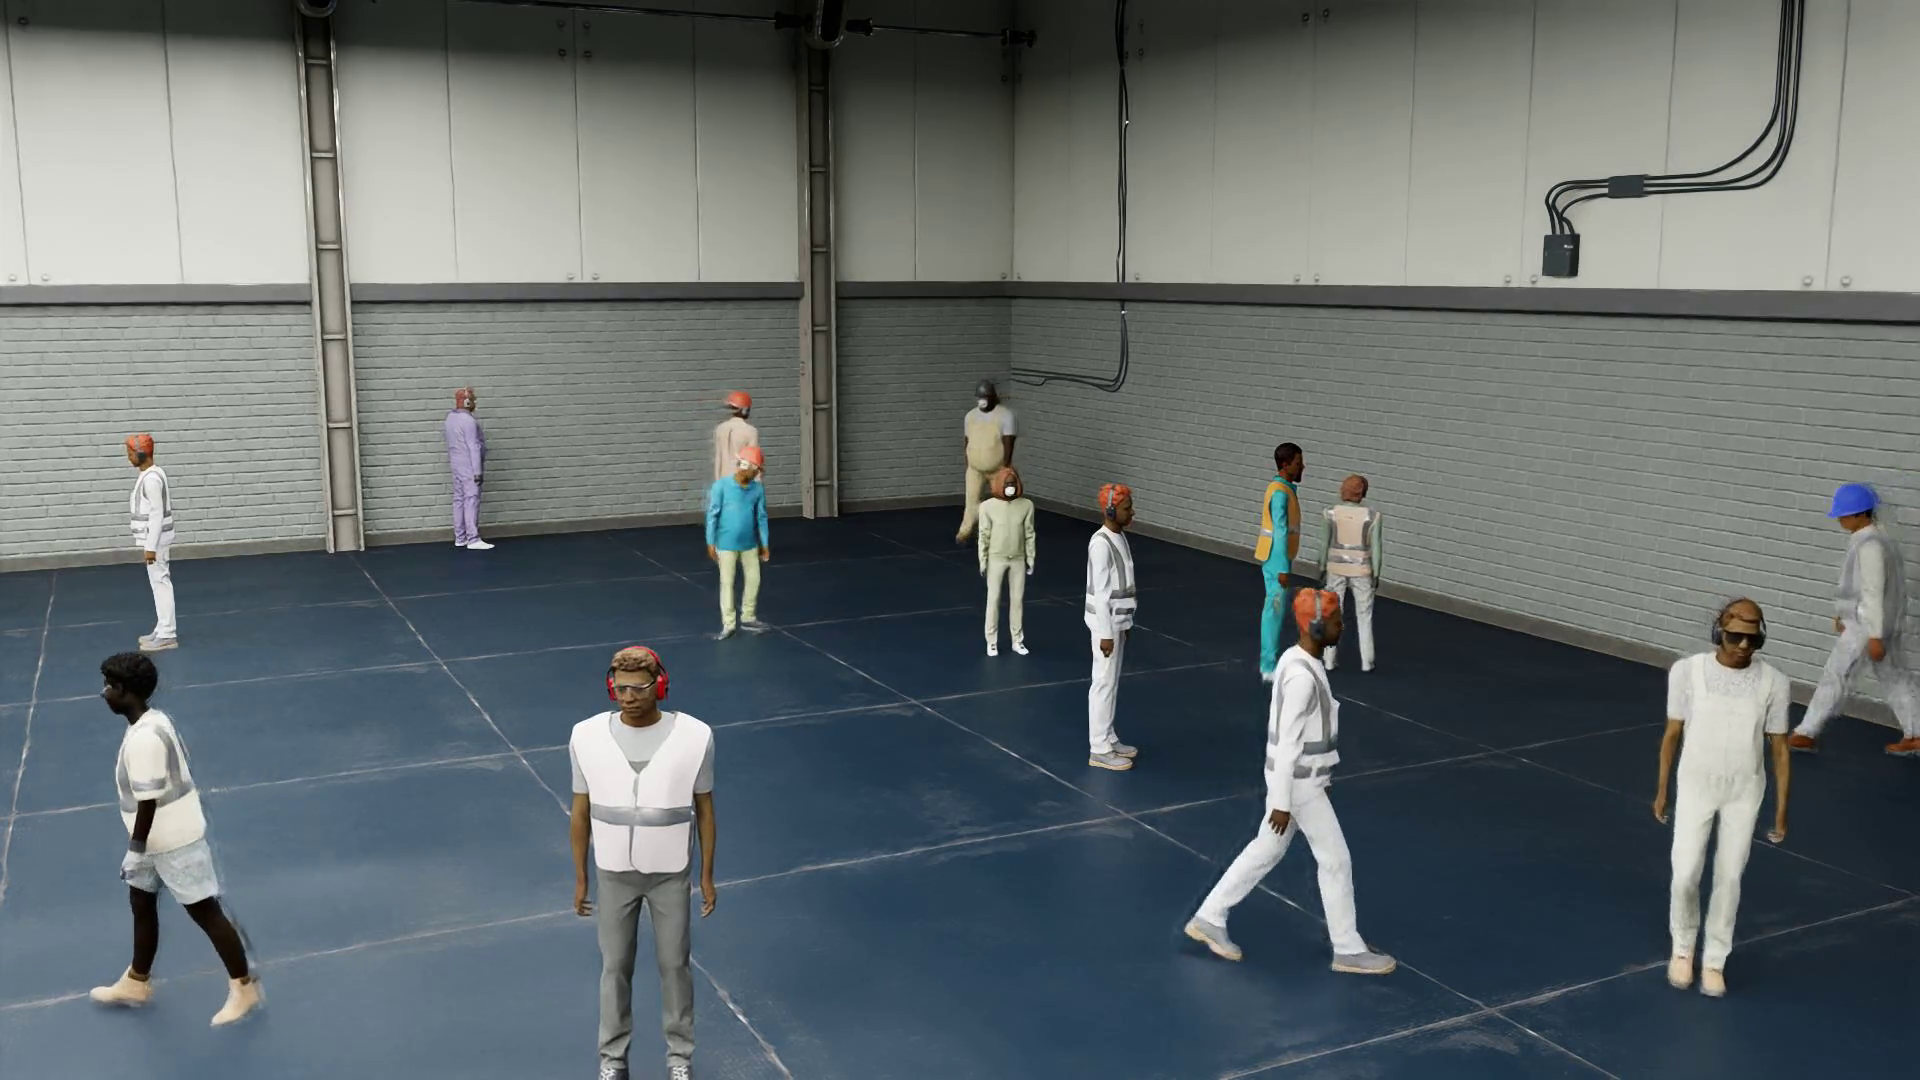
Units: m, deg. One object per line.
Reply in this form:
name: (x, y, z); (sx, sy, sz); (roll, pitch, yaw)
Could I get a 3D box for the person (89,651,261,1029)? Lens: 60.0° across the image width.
person: (-3.460, 1.298, 7.253); (0.704, 1.648, 0.563); (-5, 10, -27)

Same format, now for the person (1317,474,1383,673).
person: (3.183, 0.277, 13.592); (0.525, 1.630, 0.320); (4, 10, 21)

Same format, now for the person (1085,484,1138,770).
person: (1.011, 0.566, 11.030); (0.353, 1.883, 0.577); (2, 10, 14)

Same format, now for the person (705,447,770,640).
person: (-1.983, 0.028, 14.899); (0.651, 1.705, 0.352); (-7, 11, -35)

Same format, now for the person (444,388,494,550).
person: (-5.787, -0.838, 19.603); (0.409, 1.907, 0.648); (-8, 12, -42)

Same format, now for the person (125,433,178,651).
person: (-7.002, 0.013, 14.420); (0.355, 1.887, 0.573); (-4, 10, -25)

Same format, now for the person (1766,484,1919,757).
person: (6.082, 0.551, 11.170); (1.001, 1.878, 0.697); (5, 11, 29)

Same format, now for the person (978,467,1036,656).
person: (0.400, 0.186, 14.165); (0.501, 1.627, 0.283); (-3, 10, -15)

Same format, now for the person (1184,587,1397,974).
person: (1.533, 1.119, 7.785); (0.972, 1.843, 0.583); (1, 9, 8)

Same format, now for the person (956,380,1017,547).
person: (0.309, -0.932, 19.770); (0.684, 2.000, 1.012); (4, 10, 21)

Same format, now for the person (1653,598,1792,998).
person: (3.432, 1.163, 7.483); (0.551, 1.834, 0.432); (3, 10, 18)

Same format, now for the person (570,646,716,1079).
person: (-1.239, 1.307, 6.571); (0.565, 1.845, 0.387); (0, 9, -3)

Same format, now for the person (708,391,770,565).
person: (-2.499, -0.689, 18.565); (0.639, 1.955, 1.007); (7, 12, 38)

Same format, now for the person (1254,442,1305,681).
person: (2.562, 0.172, 13.344); (0.395, 1.920, 0.587); (2, 9, 11)
